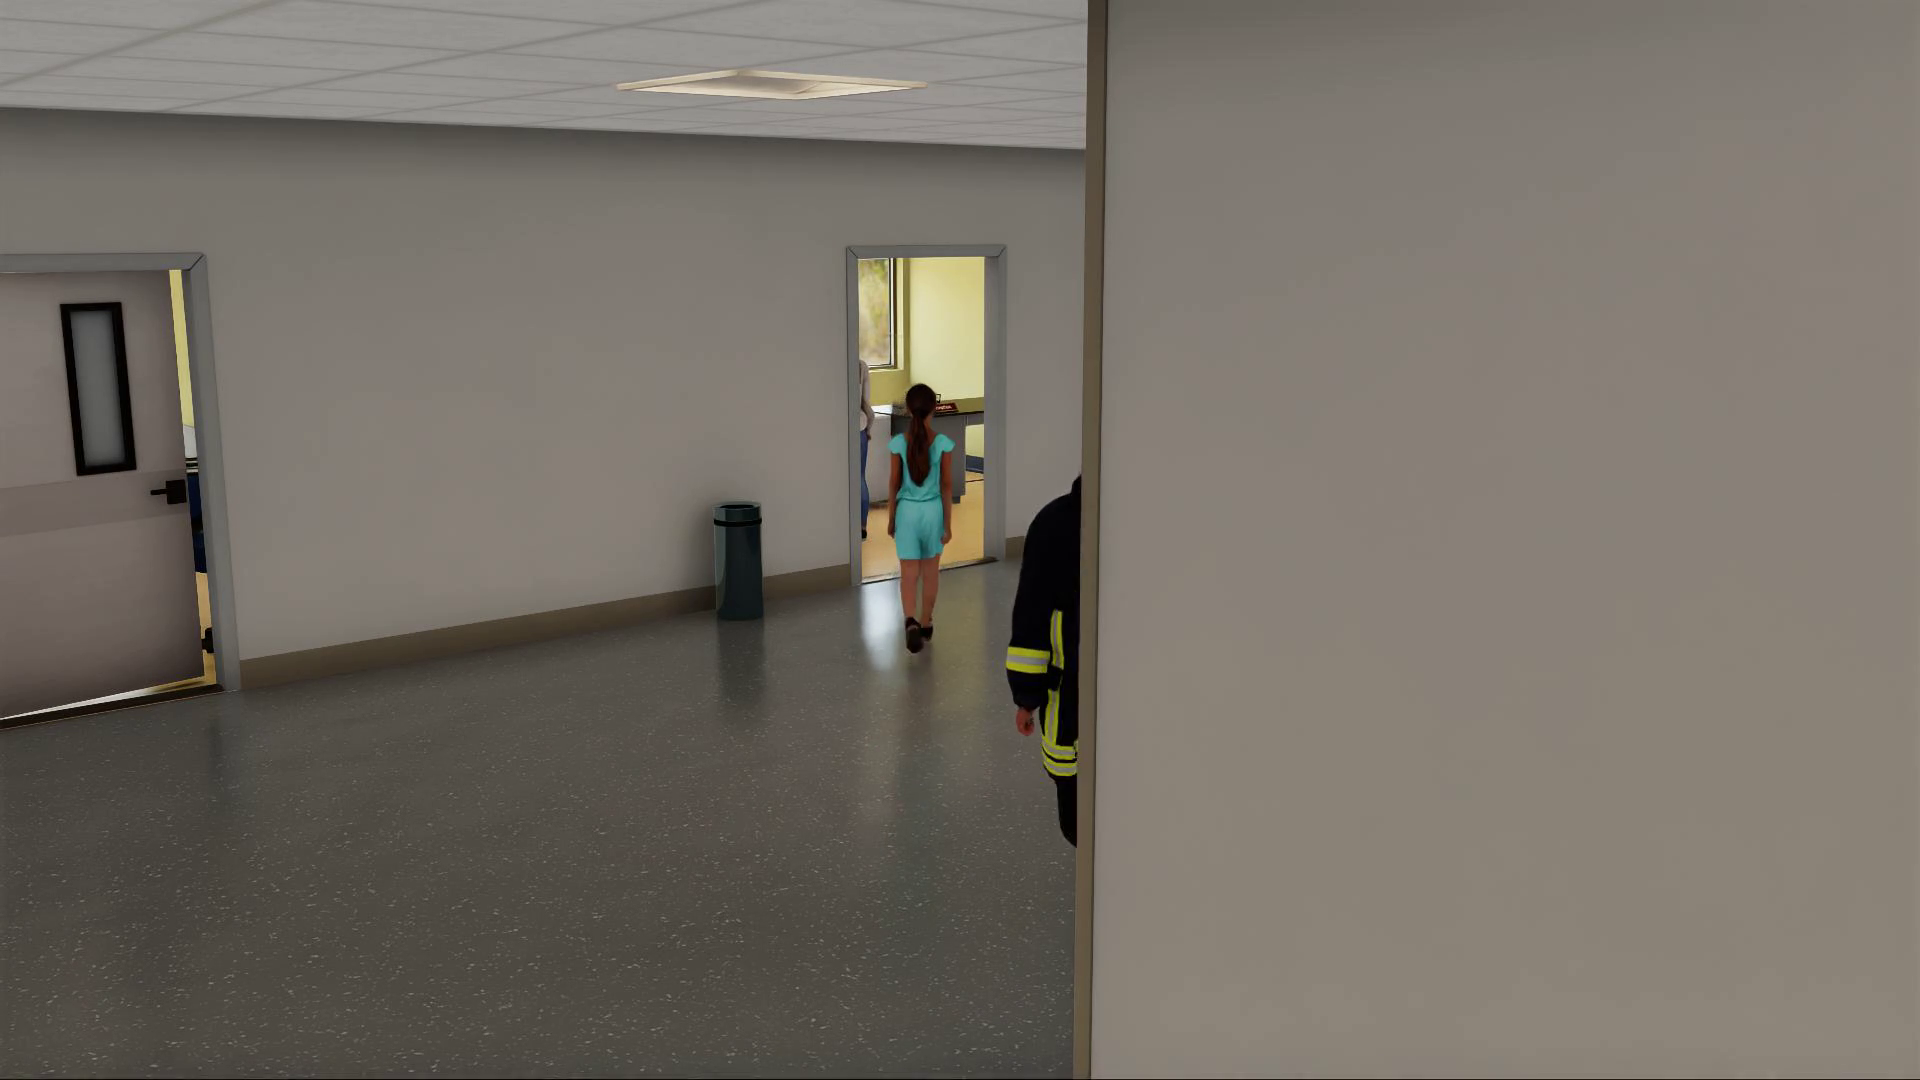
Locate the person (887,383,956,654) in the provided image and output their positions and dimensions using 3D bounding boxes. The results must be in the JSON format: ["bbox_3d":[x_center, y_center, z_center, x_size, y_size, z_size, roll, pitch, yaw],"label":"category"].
[{"bbox_3d":[-0.231,-0.110,9.568,0.996,1.537,1.008,0,11,0],"label":"person"}]
